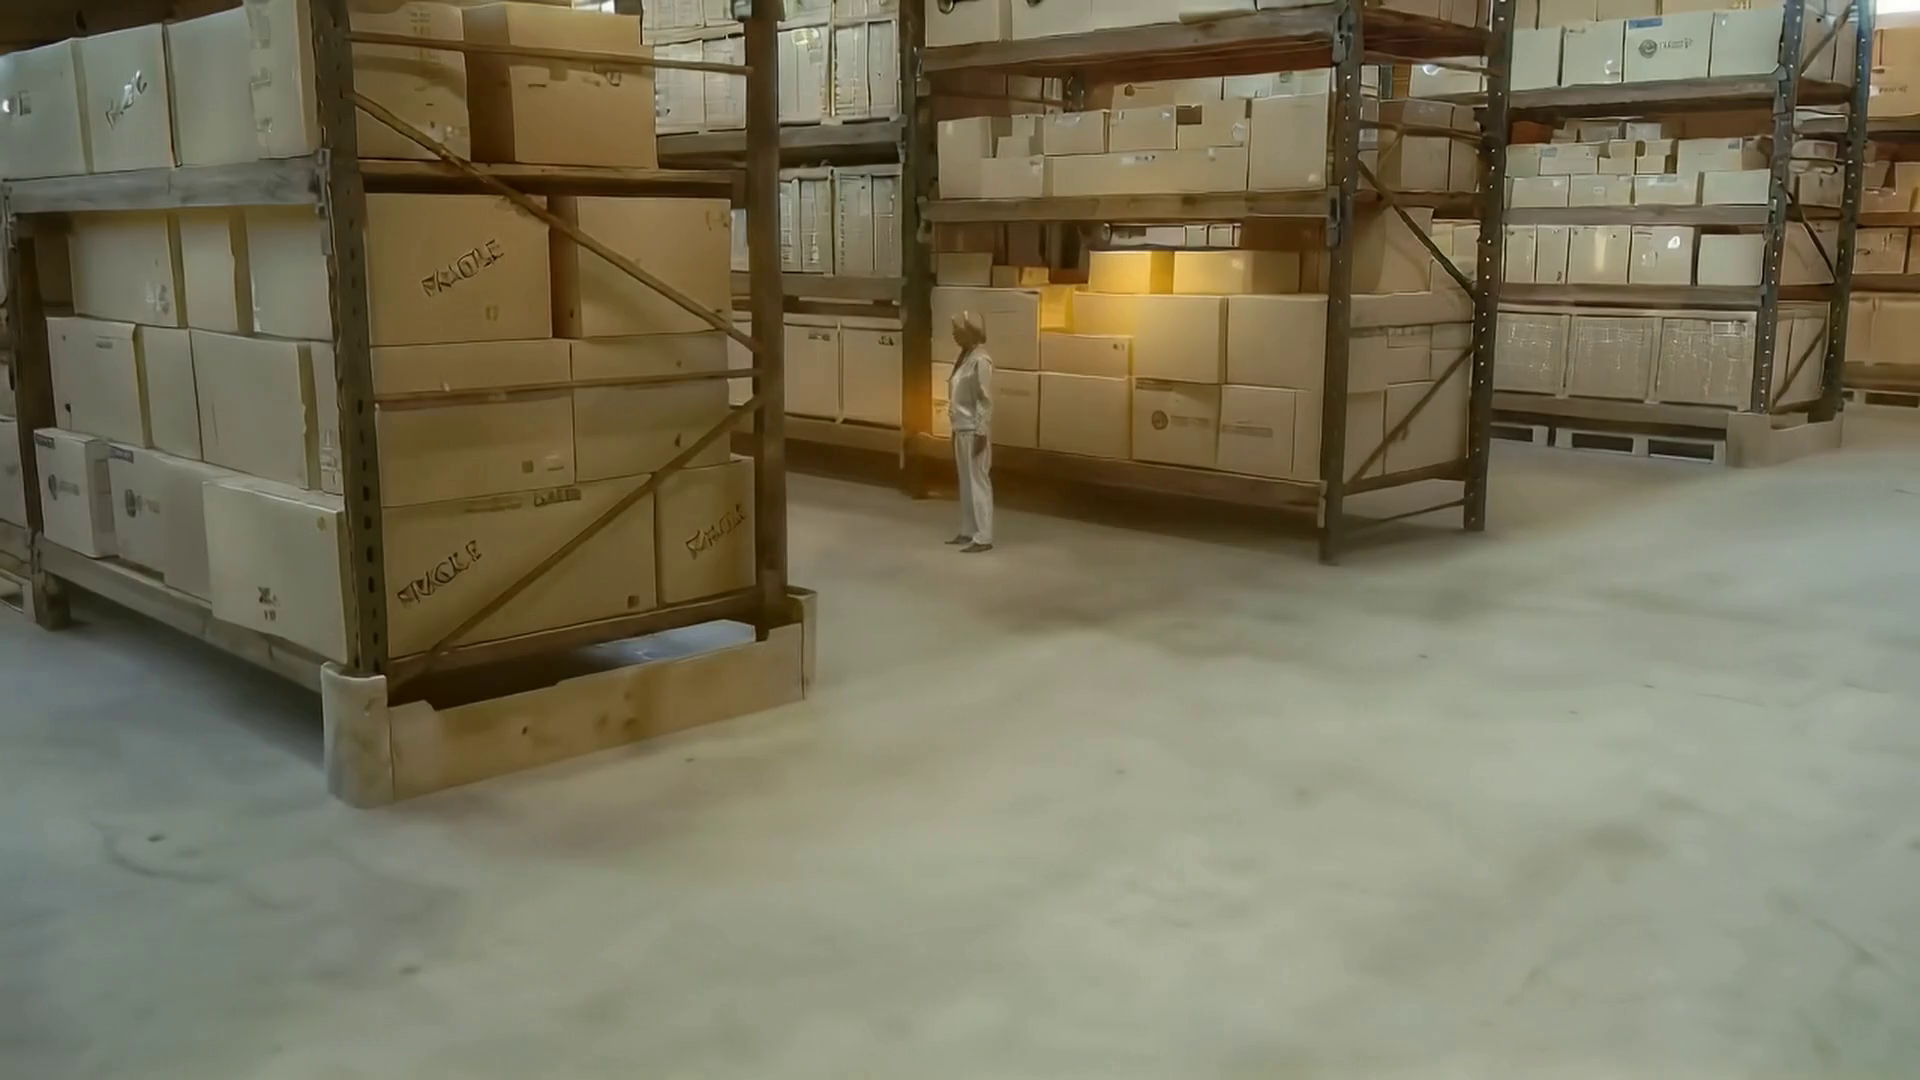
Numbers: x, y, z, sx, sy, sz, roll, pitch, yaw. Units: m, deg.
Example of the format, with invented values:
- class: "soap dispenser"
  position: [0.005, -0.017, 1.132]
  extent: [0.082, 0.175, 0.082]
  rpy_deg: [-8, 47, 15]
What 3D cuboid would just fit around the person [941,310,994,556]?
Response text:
- class: "person"
  position: [0.071, -0.717, 11.153]
  extent: [0.310, 1.640, 0.514]
  rpy_deg: [-4, 11, -21]
